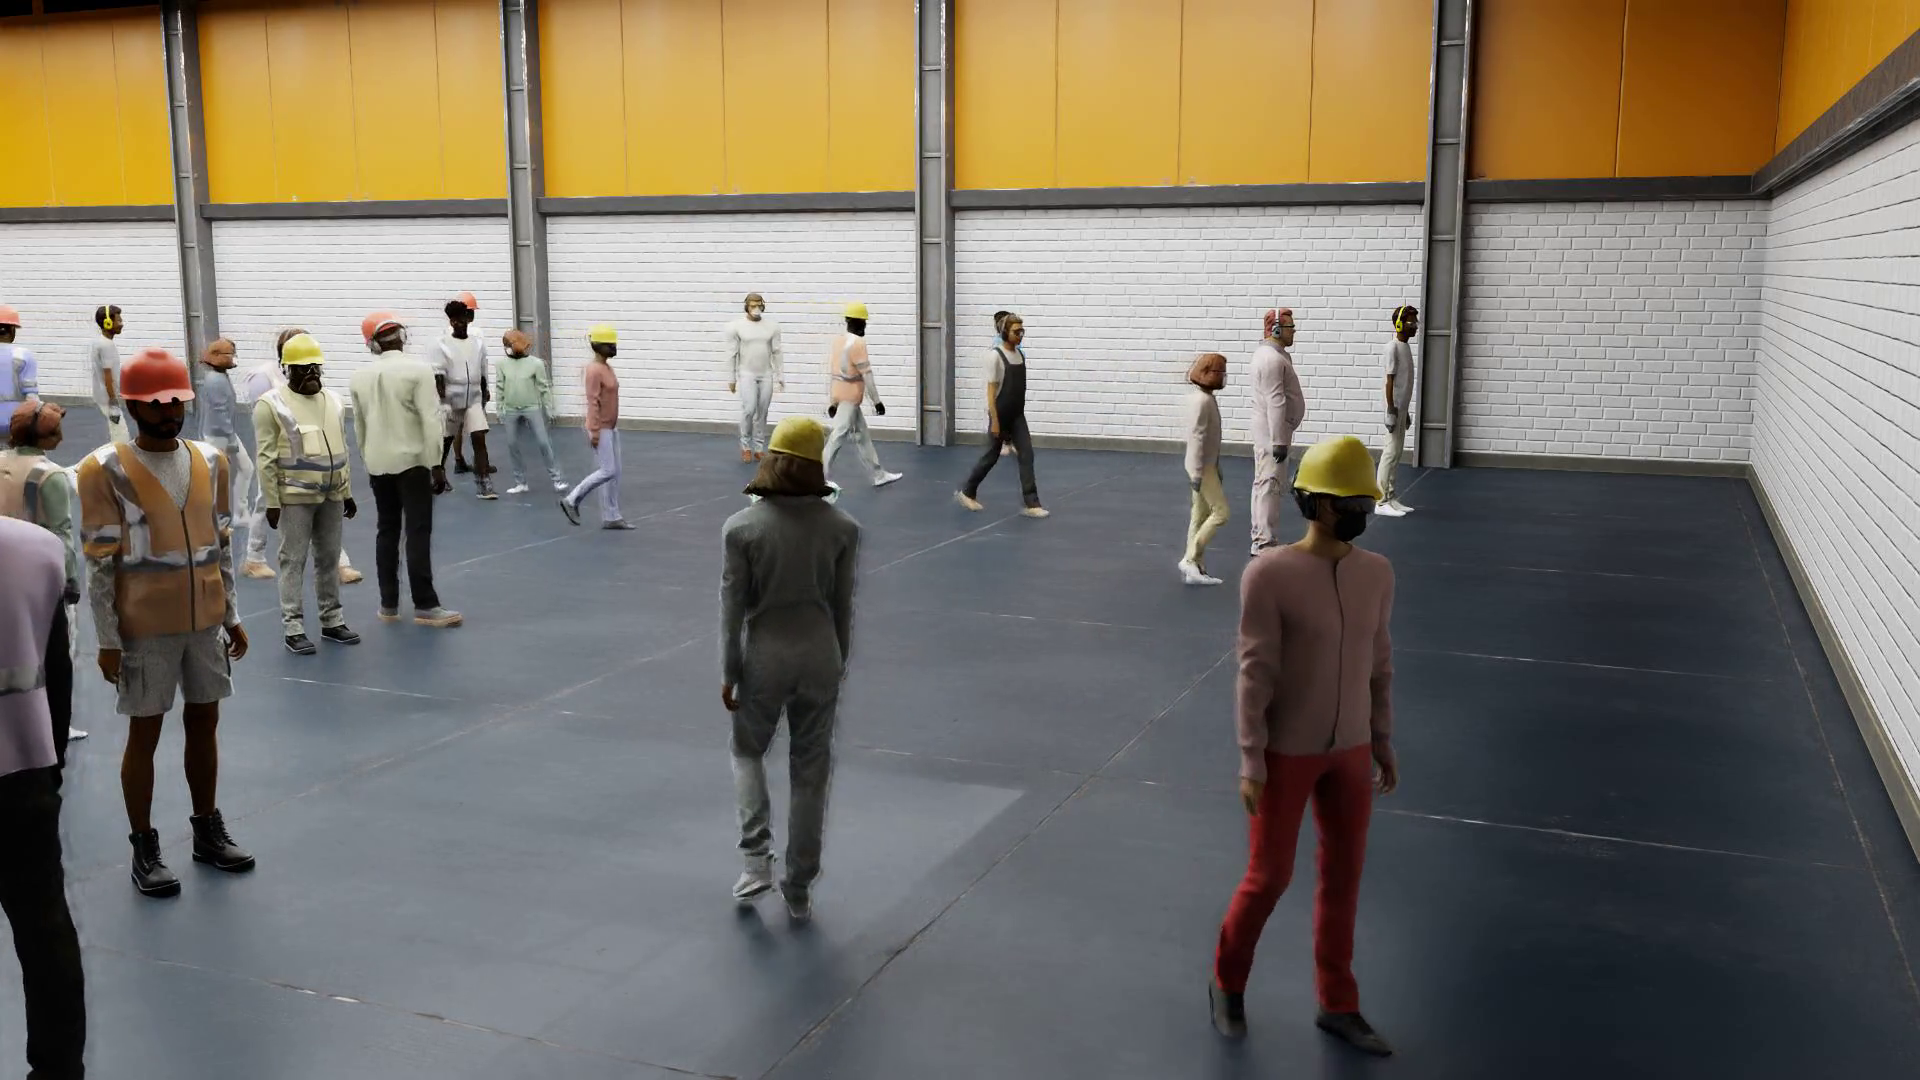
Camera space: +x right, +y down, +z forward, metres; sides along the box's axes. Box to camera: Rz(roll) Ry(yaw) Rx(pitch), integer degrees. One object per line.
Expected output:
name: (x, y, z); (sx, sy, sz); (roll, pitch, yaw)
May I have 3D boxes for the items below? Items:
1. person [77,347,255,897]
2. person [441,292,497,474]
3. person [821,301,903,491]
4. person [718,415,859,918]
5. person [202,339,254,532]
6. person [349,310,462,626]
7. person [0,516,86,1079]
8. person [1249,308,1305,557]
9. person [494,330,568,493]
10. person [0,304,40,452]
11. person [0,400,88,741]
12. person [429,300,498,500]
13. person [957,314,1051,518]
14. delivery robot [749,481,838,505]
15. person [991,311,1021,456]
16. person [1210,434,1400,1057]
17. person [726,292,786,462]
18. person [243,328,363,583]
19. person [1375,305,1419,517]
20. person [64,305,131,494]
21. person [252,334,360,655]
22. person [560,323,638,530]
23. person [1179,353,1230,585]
person: (-2.806, 0.283, 5.939); (0.360, 1.935, 0.552); (6, 11, 34)
person: (-5.243, -1.665, 17.742); (0.545, 1.938, 0.360); (4, 10, 21)
person: (-1.049, -1.412, 16.429); (1.015, 1.865, 0.596); (-4, 10, -22)
person: (-0.585, 0.436, 5.699); (0.496, 1.718, 0.429); (-3, 10, -16)
person: (-6.073, -0.857, 13.837); (0.611, 1.616, 0.515); (-2, 10, -11)
person: (-3.419, -0.445, 10.361); (0.786, 1.951, 0.403); (3, 10, 20)
person: (-2.618, 0.583, 4.268); (0.917, 1.880, 0.620); (5, 11, 29)
person: (2.368, -0.776, 12.451); (0.410, 1.909, 0.643); (0, 9, 3)
person: (-4.204, -1.242, 16.201); (0.673, 1.606, 0.311); (1, 9, 5)
person: (-7.685, -0.953, 13.520); (0.572, 1.904, 0.751); (-1, 9, -7)
person: (-4.374, 0.150, 7.765); (0.645, 1.610, 0.351); (5, 10, 26)
person: (-4.823, -1.352, 15.991); (0.593, 1.912, 1.056); (-8, 12, -40)
person: (0.365, -1.108, 14.801); (0.943, 1.810, 0.526); (8, 12, 41)
delivery robot: (-1.377, -0.360, 13.729); (0.707, 0.478, 0.477); (-2, 10, -14)
person: (0.527, -1.835, 19.491); (0.319, 1.698, 0.538); (5, 11, 28)
person: (0.998, 0.585, 4.694); (0.535, 1.783, 0.395); (-4, 10, -25)
person: (-2.276, -1.817, 18.738); (0.634, 1.923, 0.545); (-5, 11, -28)
person: (-4.694, -0.585, 11.675); (0.976, 1.794, 0.632); (5, 11, 29)
person: (3.911, -1.151, 14.835); (0.309, 1.868, 0.534); (5, 11, 29)
person: (-8.115, -1.295, 15.770); (0.652, 1.850, 0.535); (-4, 10, -24)
person: (-3.749, -0.270, 9.606); (0.404, 1.831, 0.600); (6, 11, 31)
person: (-3.021, -0.935, 13.894); (0.520, 1.752, 0.527); (1, 9, 5)
person: (1.721, -0.477, 11.476); (0.352, 1.617, 0.530); (3, 10, 15)
